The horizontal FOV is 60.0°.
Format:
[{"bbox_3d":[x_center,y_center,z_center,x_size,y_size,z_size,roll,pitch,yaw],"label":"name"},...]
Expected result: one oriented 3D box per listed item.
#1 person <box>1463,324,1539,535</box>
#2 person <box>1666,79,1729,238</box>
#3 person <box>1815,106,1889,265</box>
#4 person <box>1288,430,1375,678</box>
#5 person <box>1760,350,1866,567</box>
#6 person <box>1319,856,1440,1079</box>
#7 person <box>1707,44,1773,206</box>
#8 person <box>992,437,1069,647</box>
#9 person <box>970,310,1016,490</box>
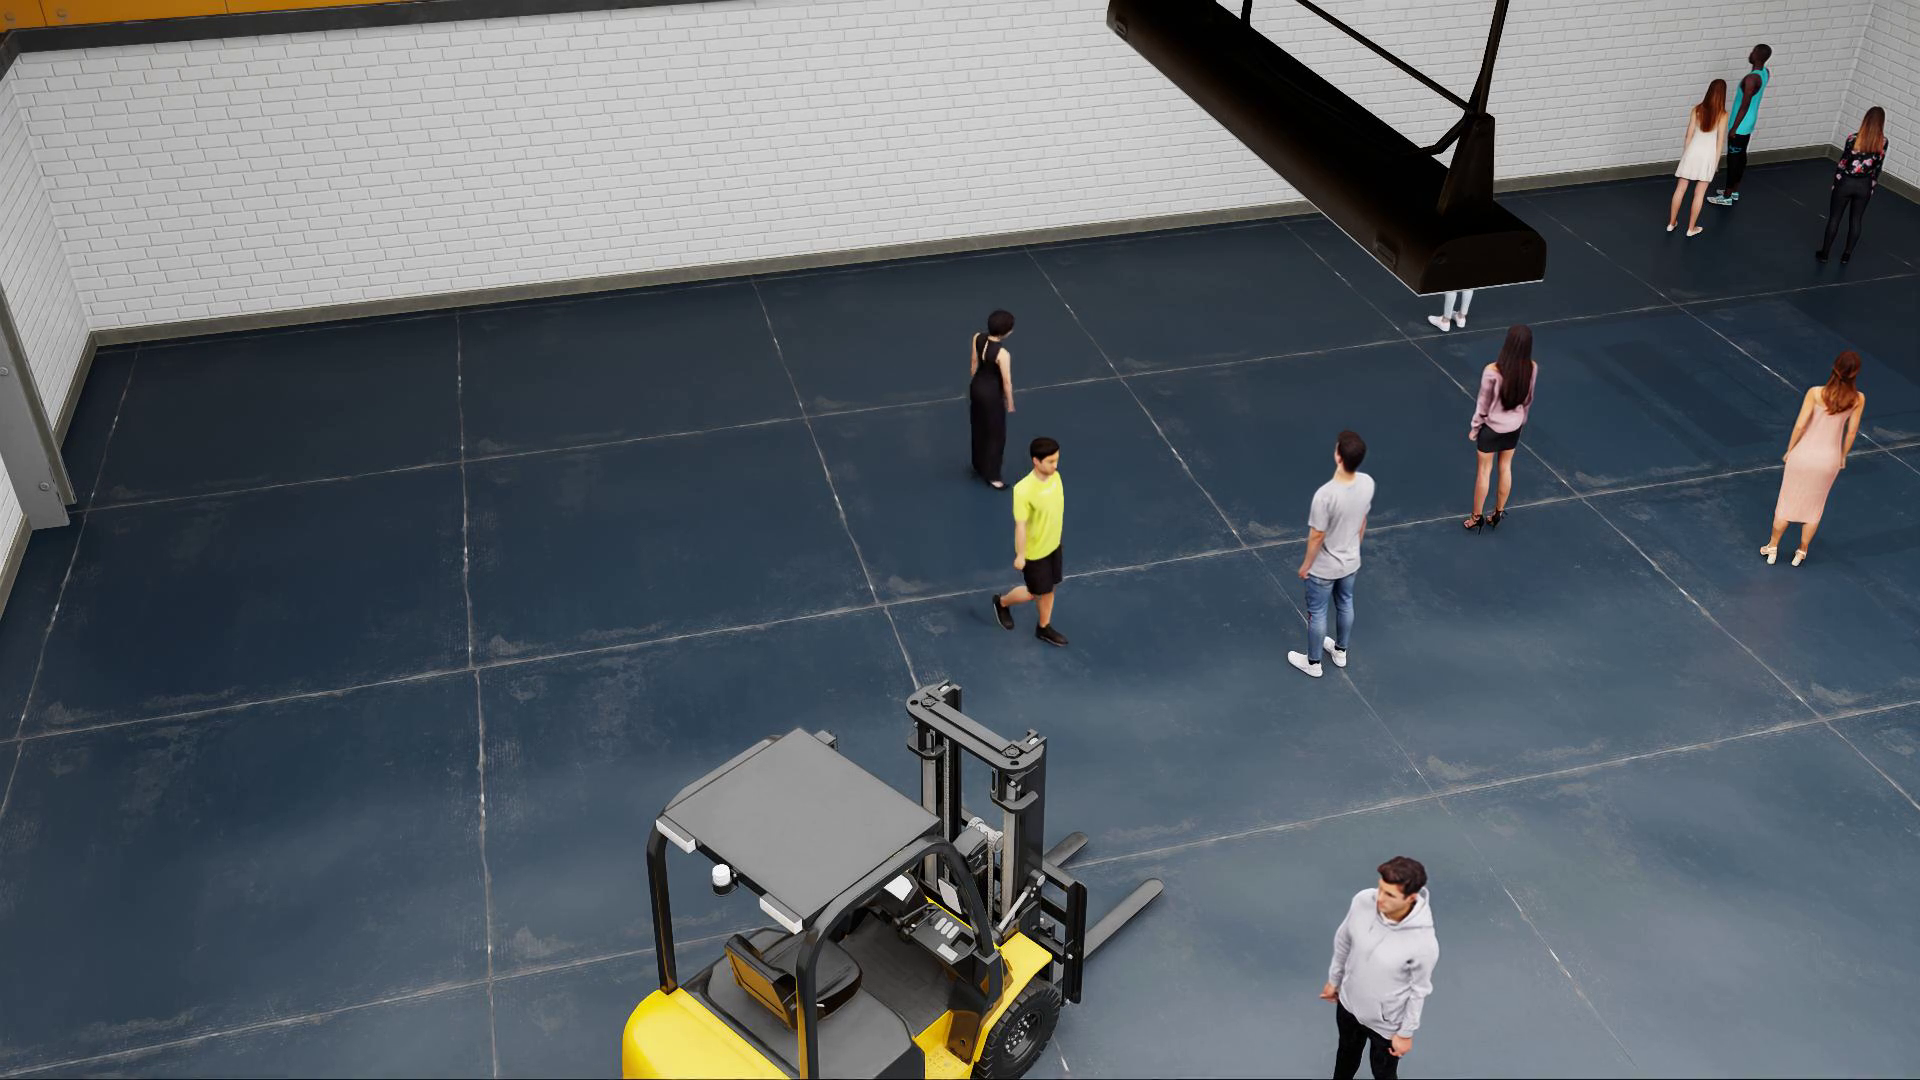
[{"bbox_3d":[4.221,-0.858,12.984,0.628,1.811,0.539,-6,34,-9],"label":"person"},{"bbox_3d":[8.023,-4.155,18.035,0.621,1.711,0.709,25,41,33],"label":"person"},{"bbox_3d":[9.353,-3.708,17.390,0.647,1.681,0.665,9,35,13],"label":"person"},{"bbox_3d":[2.581,0.099,11.476,0.731,1.887,0.654,-18,38,-25],"label":"person"},{"bbox_3d":[6.477,-0.610,12.593,0.656,1.832,0.671,9,35,14],"label":"person"},{"bbox_3d":[2.055,2.265,8.178,0.833,1.930,0.698,-25,41,-33],"label":"person"},{"bbox_3d":[8.825,-4.679,18.734,0.705,1.810,0.700,27,42,35],"label":"person"},{"bbox_3d":[0.501,-0.010,11.814,0.965,1.695,0.876,24,40,31],"label":"person"},{"bbox_3d":[0.204,-1.200,13.703,0.671,1.585,0.811,18,38,25],"label":"person"}]
